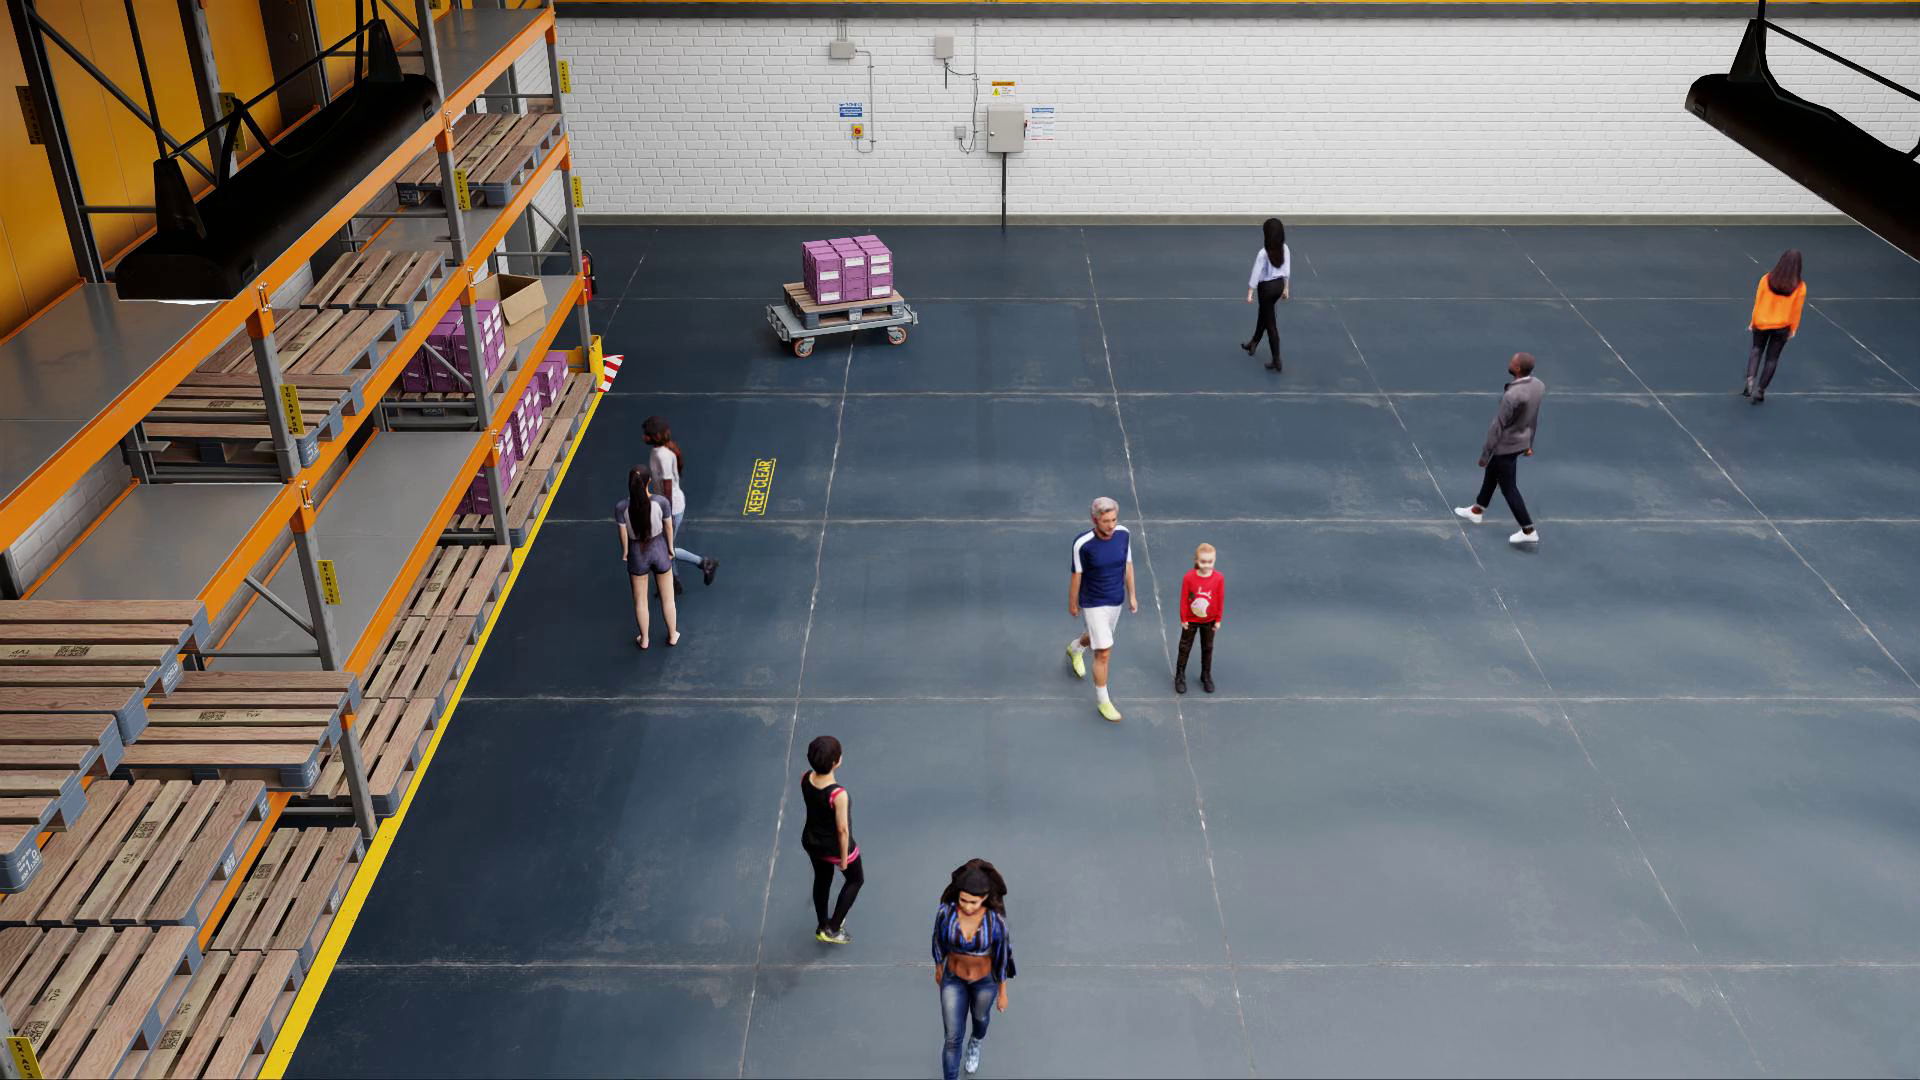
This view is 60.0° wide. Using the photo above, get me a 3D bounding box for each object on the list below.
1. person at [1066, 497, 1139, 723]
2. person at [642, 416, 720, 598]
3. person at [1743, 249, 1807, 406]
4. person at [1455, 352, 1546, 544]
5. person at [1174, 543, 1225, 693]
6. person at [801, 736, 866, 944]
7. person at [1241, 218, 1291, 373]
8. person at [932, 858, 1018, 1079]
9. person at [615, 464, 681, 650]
[{"bbox_3d":[1.036,0.431,12.766,1.042,1.801,1.243,-17,33,-29],"label":"person"},{"bbox_3d":[-2.406,-0.275,14.158,0.828,1.708,0.836,-11,30,-19],"label":"person"},{"bbox_3d":[8.646,-2.246,17.742,0.753,1.737,0.801,20,34,32],"label":"person"},{"bbox_3d":[5.043,-0.796,15.037,1.181,1.781,1.257,-24,37,-36],"label":"person"},{"bbox_3d":[1.876,0.601,12.998,0.487,1.281,0.482,-2,29,-3],"label":"person"},{"bbox_3d":[-0.863,1.904,10.336,0.666,1.544,0.720,19,34,31],"label":"person"},{"bbox_3d":[3.535,-2.706,18.606,1.000,1.717,1.097,-20,35,-32],"label":"person"},{"bbox_3d":[0.073,2.422,9.340,0.707,1.587,0.963,4,29,6],"label":"person"},{"bbox_3d":[-2.517,0.134,13.469,0.640,1.651,0.599,-7,29,-12],"label":"person"}]
